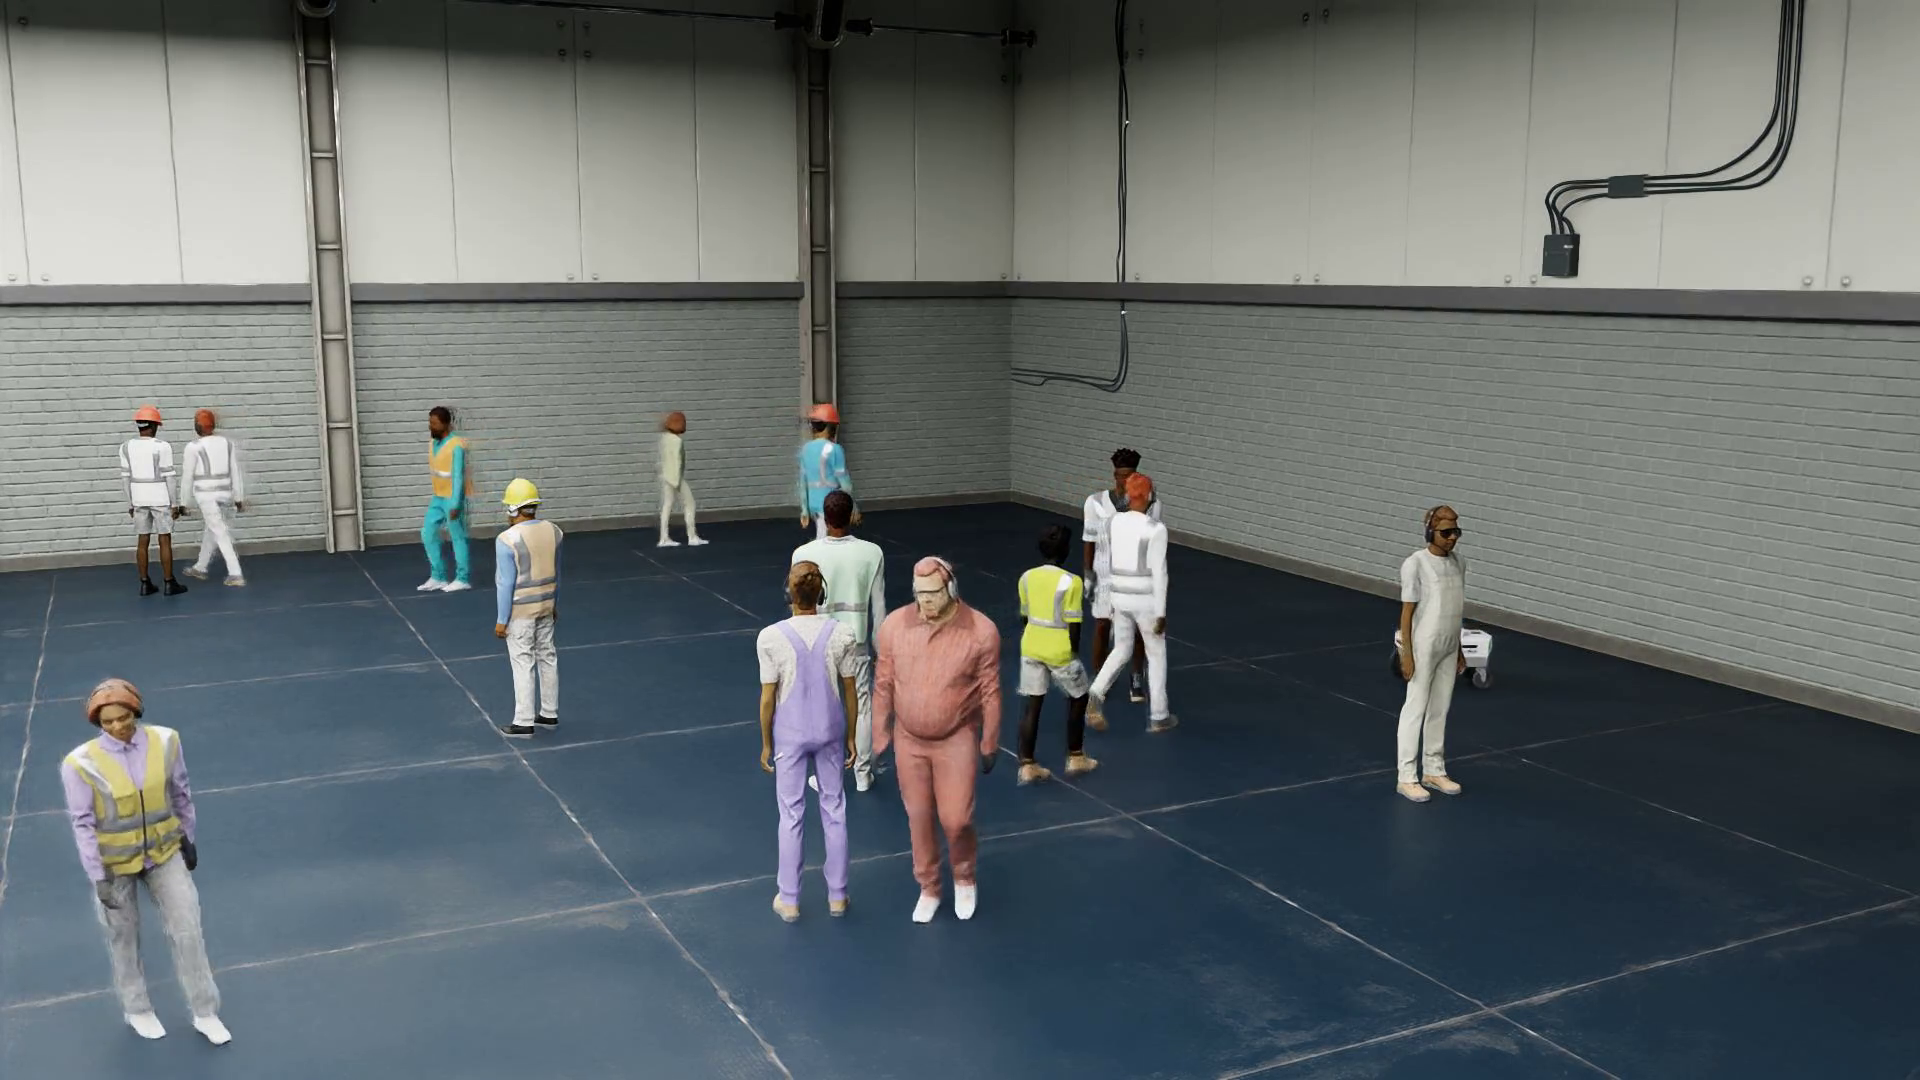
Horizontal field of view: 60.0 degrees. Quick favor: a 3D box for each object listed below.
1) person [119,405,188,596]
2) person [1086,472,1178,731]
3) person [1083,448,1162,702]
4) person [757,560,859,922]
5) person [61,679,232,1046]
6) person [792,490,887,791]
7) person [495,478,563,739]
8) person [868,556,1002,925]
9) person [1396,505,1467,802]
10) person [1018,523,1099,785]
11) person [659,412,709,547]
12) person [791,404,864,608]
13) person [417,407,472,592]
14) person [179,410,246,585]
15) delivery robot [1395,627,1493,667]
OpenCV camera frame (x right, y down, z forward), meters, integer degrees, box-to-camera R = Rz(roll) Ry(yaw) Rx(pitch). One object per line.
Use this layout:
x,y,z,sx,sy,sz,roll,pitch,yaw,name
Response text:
-8.144,-0.392,16.790,0.542,1.929,0.368,1,9,3,person
1.190,0.457,11.769,0.596,1.861,0.711,8,12,42,person
1.236,0.265,12.662,0.607,1.958,0.377,0,9,1,person
-0.764,1.011,8.403,0.508,1.846,0.342,-2,9,-14,person
-3.396,1.367,6.939,0.676,1.610,0.533,8,12,41,person
-0.754,0.644,10.438,0.595,1.918,0.386,-2,9,-12,person
-3.055,0.478,11.722,0.404,1.833,0.590,5,10,28,person
-0.127,1.009,8.324,0.639,1.879,0.433,2,9,14,person
2.951,0.695,10.348,0.521,1.844,0.331,-6,11,-31,person
0.639,0.716,10.703,0.547,1.669,0.713,8,13,42,person
-3.292,-0.717,19.781,0.675,1.610,0.502,-5,11,-29,person
-1.281,-0.325,16.207,1.015,1.999,0.619,-6,11,-33,person
-5.301,-0.399,16.898,0.621,1.900,0.660,9,13,43,person
-7.858,-0.444,17.412,0.979,1.832,0.598,4,10,25,person
3.823,0.837,13.147,0.707,0.478,0.477,-1,9,-3,delivery robot
